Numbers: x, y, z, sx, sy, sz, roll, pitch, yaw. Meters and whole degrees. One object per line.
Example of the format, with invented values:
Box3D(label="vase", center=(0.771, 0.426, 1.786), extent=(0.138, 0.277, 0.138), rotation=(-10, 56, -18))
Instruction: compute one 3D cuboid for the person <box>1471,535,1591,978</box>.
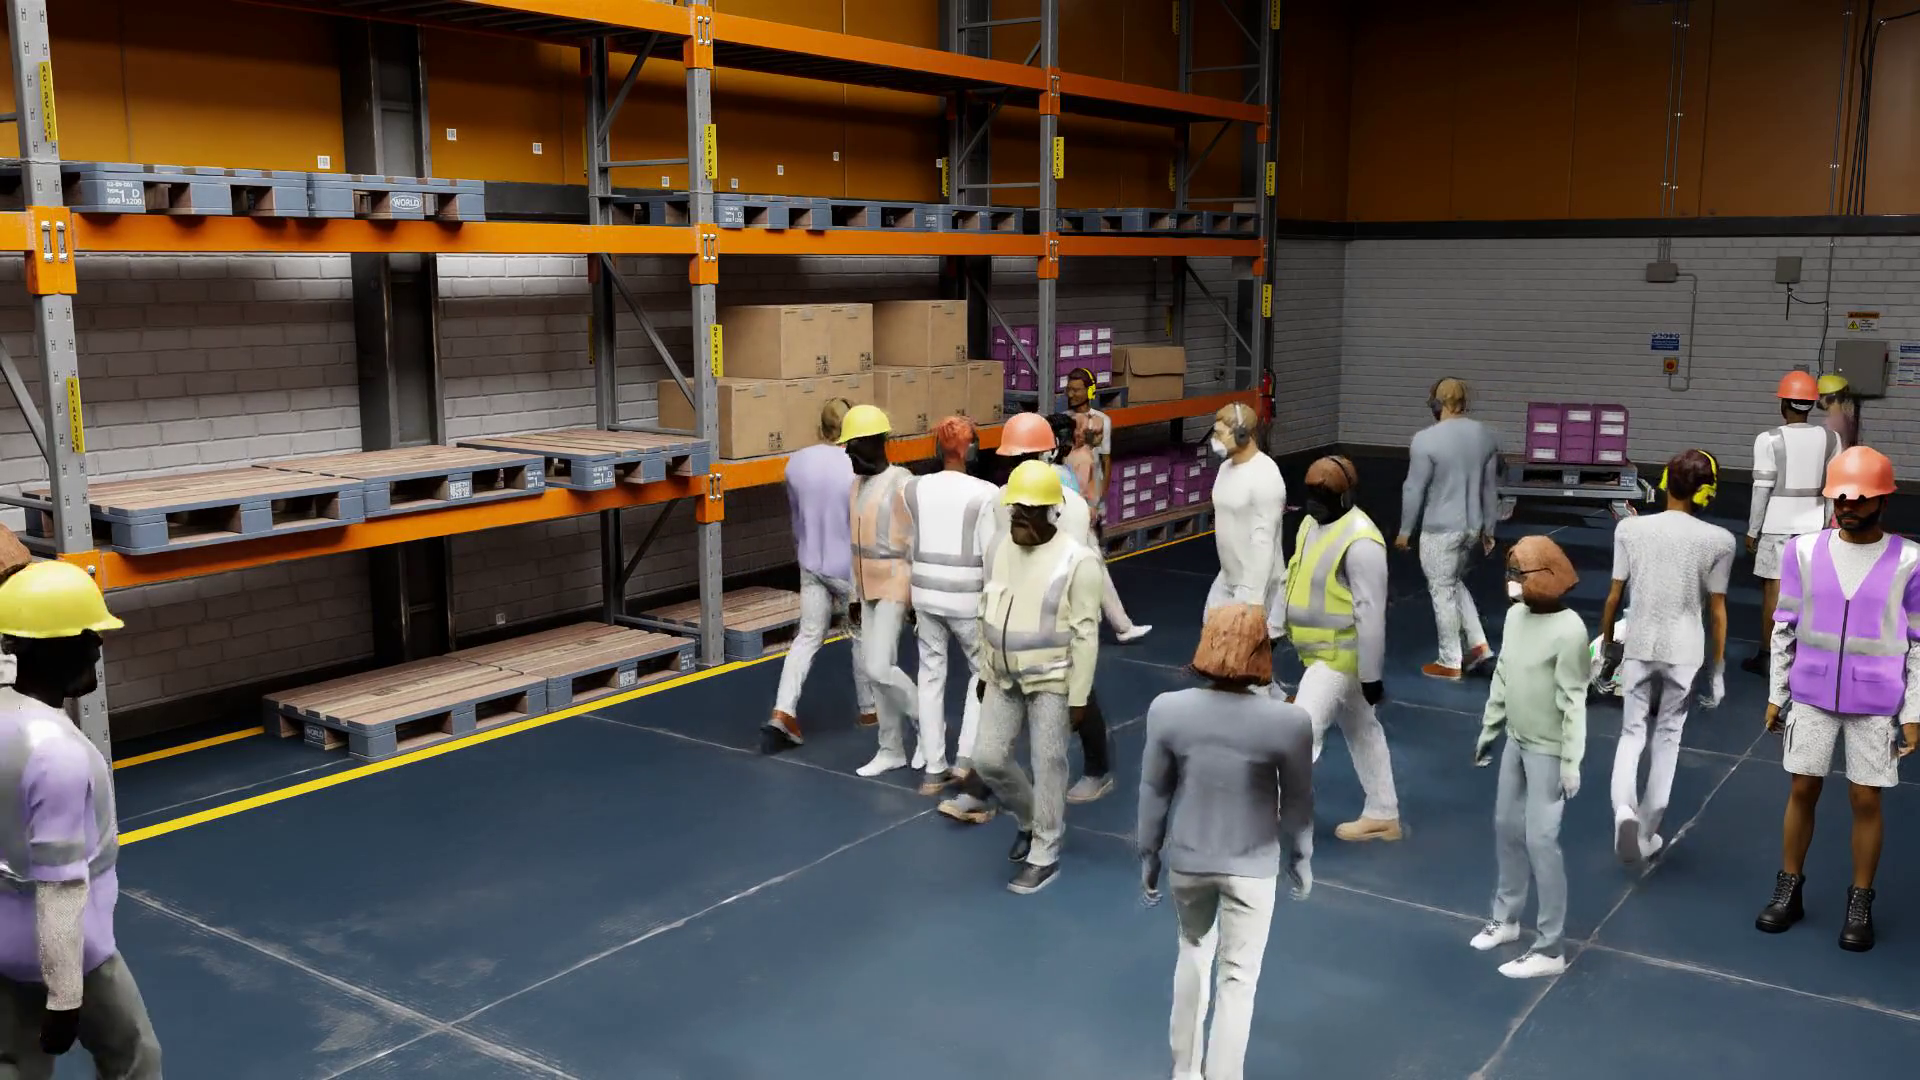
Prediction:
Box3D(label="person", center=(2.130, 0.788, 6.181), extent=(0.328, 1.619, 0.516), rotation=(-1, 10, -9))

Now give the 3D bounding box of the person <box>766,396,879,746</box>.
Box3D(label="person", center=(-0.712, 0.167, 9.078), extent=(0.630, 1.905, 0.944), rotation=(5, 11, 29))

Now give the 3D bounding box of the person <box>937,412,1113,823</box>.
Box3D(label="person", center=(0.372, 0.363, 7.833), extent=(0.621, 1.934, 1.069), rotation=(9, 13, 42))

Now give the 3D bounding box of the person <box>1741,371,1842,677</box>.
Box3D(label="person", center=(5.226, -0.094, 10.499), extent=(0.543, 1.939, 0.361), rotation=(0, 10, -2))

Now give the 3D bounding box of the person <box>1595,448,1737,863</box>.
Box3D(label="person", center=(2.988, 0.528, 7.129), extent=(0.526, 1.837, 0.633), rotation=(6, 11, 32))

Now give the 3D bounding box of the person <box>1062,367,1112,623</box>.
Box3D(label="person", center=(0.856, -0.310, 11.991), extent=(0.329, 1.873, 0.508), rotation=(-9, 13, -44))

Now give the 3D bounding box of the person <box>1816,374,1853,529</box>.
Box3D(label="person", center=(7.003, -0.445, 13.193), extent=(0.736, 1.733, 0.534), rotation=(7, 12, 36))

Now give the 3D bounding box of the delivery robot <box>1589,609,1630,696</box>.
Box3D(label="delivery robot", center=(3.982, 0.653, 9.888), extent=(0.477, 0.478, 0.707), rotation=(6, 11, 33))

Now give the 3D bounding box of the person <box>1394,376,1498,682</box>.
Box3D(label="person", center=(3.031, -0.062, 10.390), extent=(0.629, 1.916, 0.456), rotation=(-6, 11, -31))

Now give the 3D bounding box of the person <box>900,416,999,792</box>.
Box3D(label="person", center=(-0.034, 0.315, 8.265), extent=(0.595, 1.866, 0.491), rotation=(4, 10, 23))

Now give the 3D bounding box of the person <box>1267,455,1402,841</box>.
Box3D(label="person", center=(1.566, 0.506, 7.376), extent=(0.978, 1.776, 0.646), rotation=(0, 10, -2))

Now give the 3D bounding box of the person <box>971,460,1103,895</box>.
Box3D(label="person", center=(0.302, 0.566, 6.922), extent=(0.619, 1.818, 0.421), rotation=(8, 12, 38))

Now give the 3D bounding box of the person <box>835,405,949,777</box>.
Box3D(label="person", center=(-0.393, 0.262, 8.499), extent=(0.426, 1.898, 0.620), rotation=(-6, 11, -32))

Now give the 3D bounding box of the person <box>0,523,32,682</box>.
Box3D(label="person", center=(-3.747, 0.723, 6.564), extent=(0.272, 1.627, 0.502), rotation=(-6, 11, -34))

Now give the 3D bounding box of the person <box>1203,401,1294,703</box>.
Box3D(label="person", center=(1.519, 0.239, 8.602), extent=(0.514, 1.921, 0.644), rotation=(-3, 10, -17))

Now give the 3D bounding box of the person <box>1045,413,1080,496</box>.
Box3D(label="person", center=(0.579, 0.054, 10.329), extent=(0.320, 1.698, 0.537), rotation=(4, 10, 21))

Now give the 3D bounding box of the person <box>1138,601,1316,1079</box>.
Box3D(label="person", center=(0.804, 0.987, 5.027), extent=(0.506, 1.619, 0.496), rotation=(4, 11, 25))

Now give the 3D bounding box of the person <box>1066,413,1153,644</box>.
Box3D(label="person", center=(0.872, -0.064, 11.355), extent=(0.864, 1.593, 0.538), rotation=(-1, 10, -6))

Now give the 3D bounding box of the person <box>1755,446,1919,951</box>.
Box3D(label="person", center=(3.376, 0.603, 6.357), extent=(0.551, 1.934, 0.372), rotation=(8, 12, 38))

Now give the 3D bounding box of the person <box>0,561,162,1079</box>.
Box3D(label="person", center=(-2.341, 0.994, 4.165), extent=(0.602, 1.899, 0.871), rotation=(8, 13, 41))
